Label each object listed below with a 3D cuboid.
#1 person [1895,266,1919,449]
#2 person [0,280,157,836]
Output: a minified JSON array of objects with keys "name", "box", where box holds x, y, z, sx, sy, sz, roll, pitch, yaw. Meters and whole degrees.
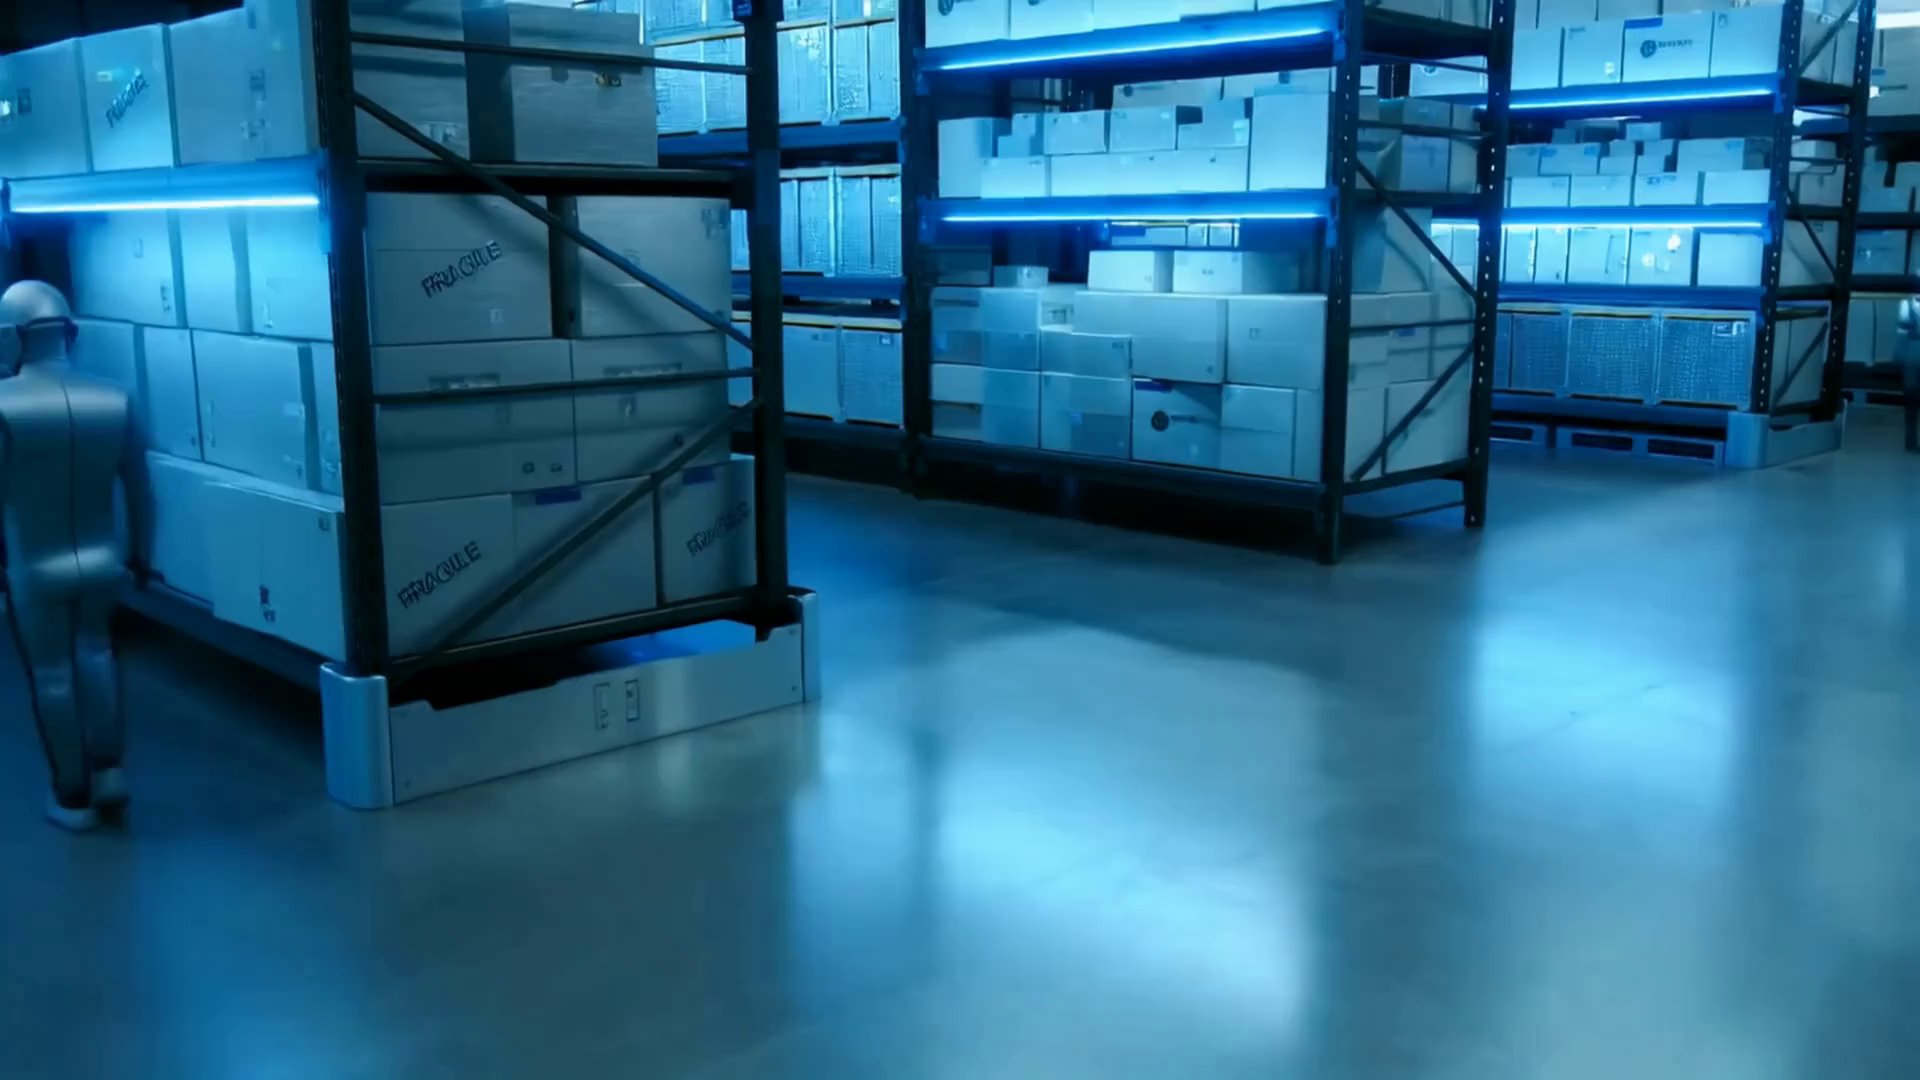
[{"name":"person","box":[9.456,-1.781,16.277,0.568,1.902,0.896,4,11,21]},{"name":"person","box":[-3.280,0.061,6.006,0.628,1.973,0.624,9,14,42]}]
